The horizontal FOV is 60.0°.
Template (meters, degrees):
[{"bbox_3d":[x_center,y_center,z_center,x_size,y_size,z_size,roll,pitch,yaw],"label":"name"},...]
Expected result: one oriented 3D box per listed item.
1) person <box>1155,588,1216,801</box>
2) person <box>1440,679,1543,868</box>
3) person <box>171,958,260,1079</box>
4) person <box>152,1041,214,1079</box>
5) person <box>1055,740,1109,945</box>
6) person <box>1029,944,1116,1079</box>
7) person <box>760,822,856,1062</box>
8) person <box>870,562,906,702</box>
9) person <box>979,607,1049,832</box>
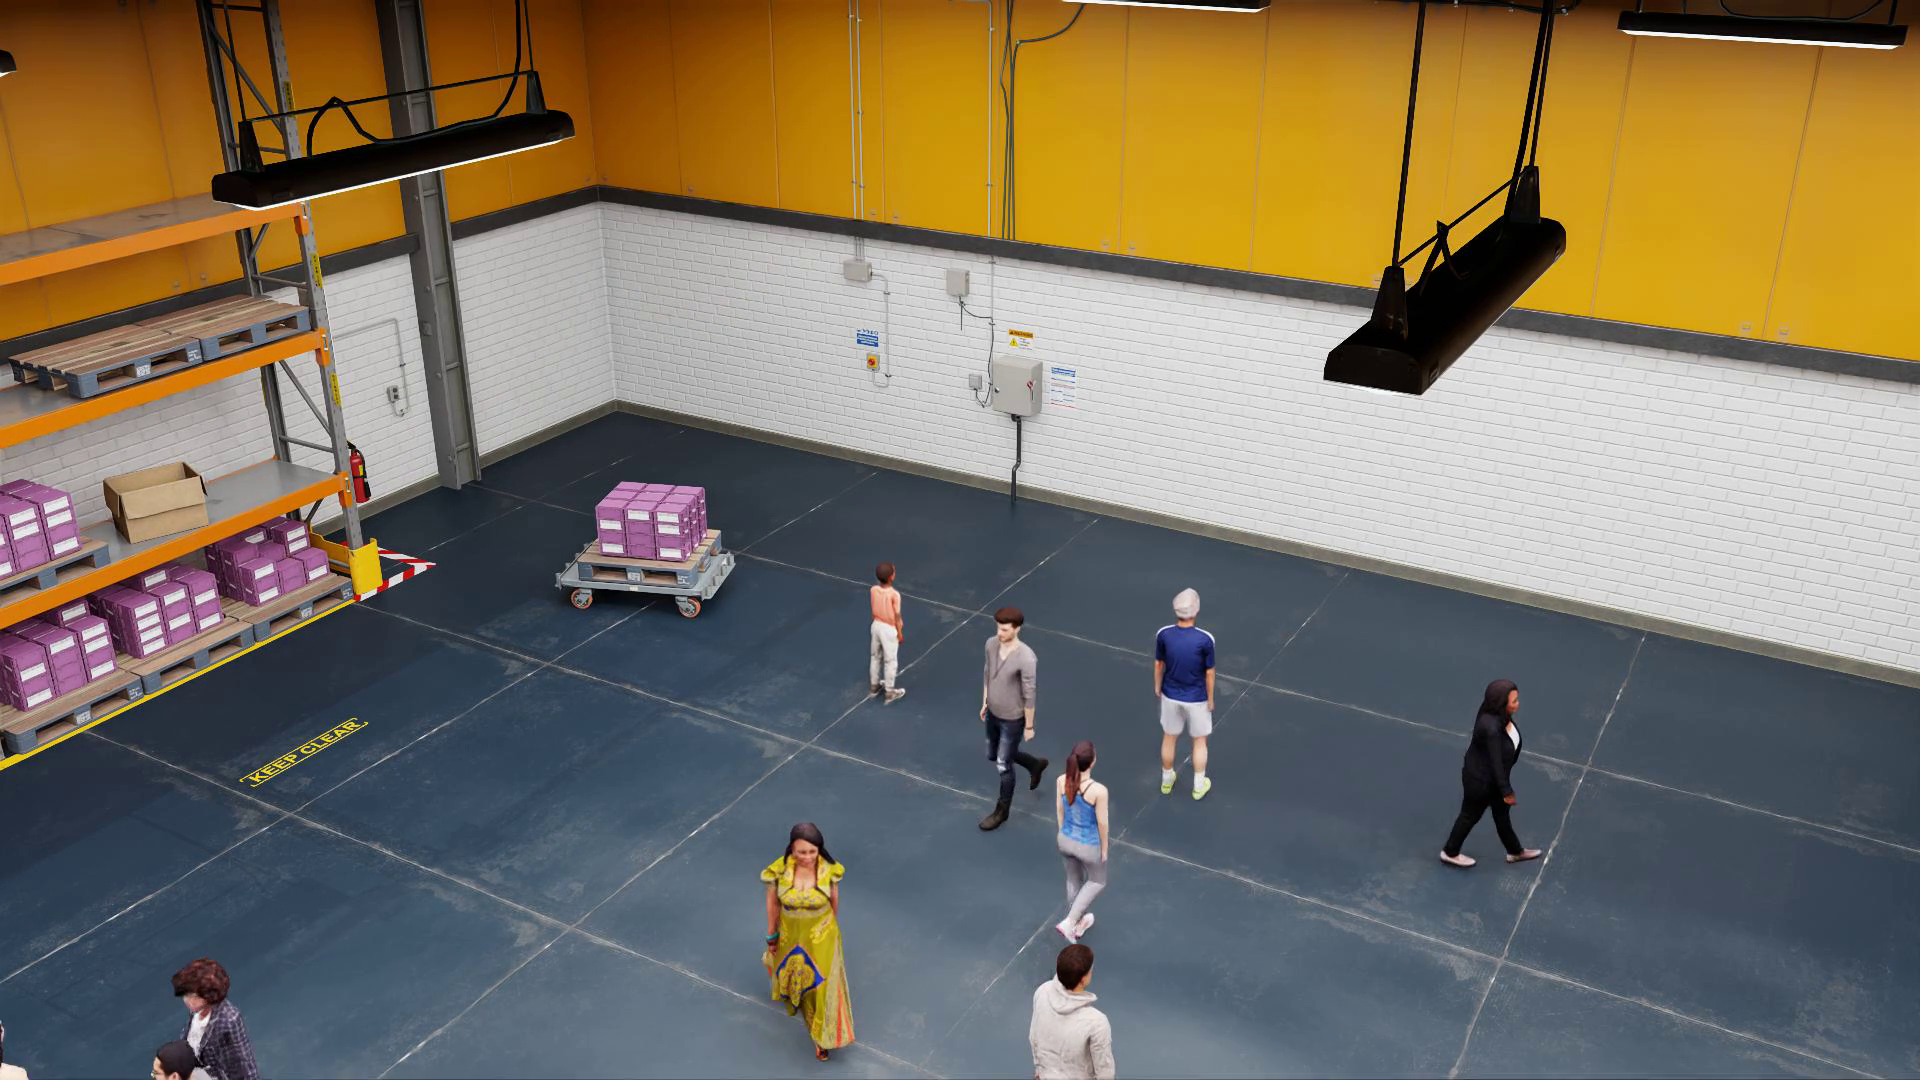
[{"bbox_3d":[1.794,1.256,13.376,0.692,1.834,0.647,9,25,20],"label":"person"},{"bbox_3d":[3.876,1.781,12.485,0.791,1.587,0.932,9,25,19],"label":"person"},{"bbox_3d":[-4.086,3.048,9.480,0.832,1.672,0.797,-18,30,-36],"label":"person"},{"bbox_3d":[-3.868,3.323,8.765,0.850,1.742,0.772,-17,29,-34],"label":"person"},{"bbox_3d":[0.822,2.151,11.621,0.588,1.602,0.774,15,28,30],"label":"person"},{"bbox_3d":[0.594,3.048,9.259,0.706,1.850,0.613,18,29,35],"label":"person"},{"bbox_3d":[-1.021,2.509,10.761,1.079,1.633,1.177,-4,24,-9],"label":"person"},{"bbox_3d":[-0.681,0.816,15.046,0.509,1.304,0.510,18,29,35],"label":"person"},{"bbox_3d":[0.438,1.347,13.107,1.120,1.884,0.920,-18,29,-35],"label":"person"}]
